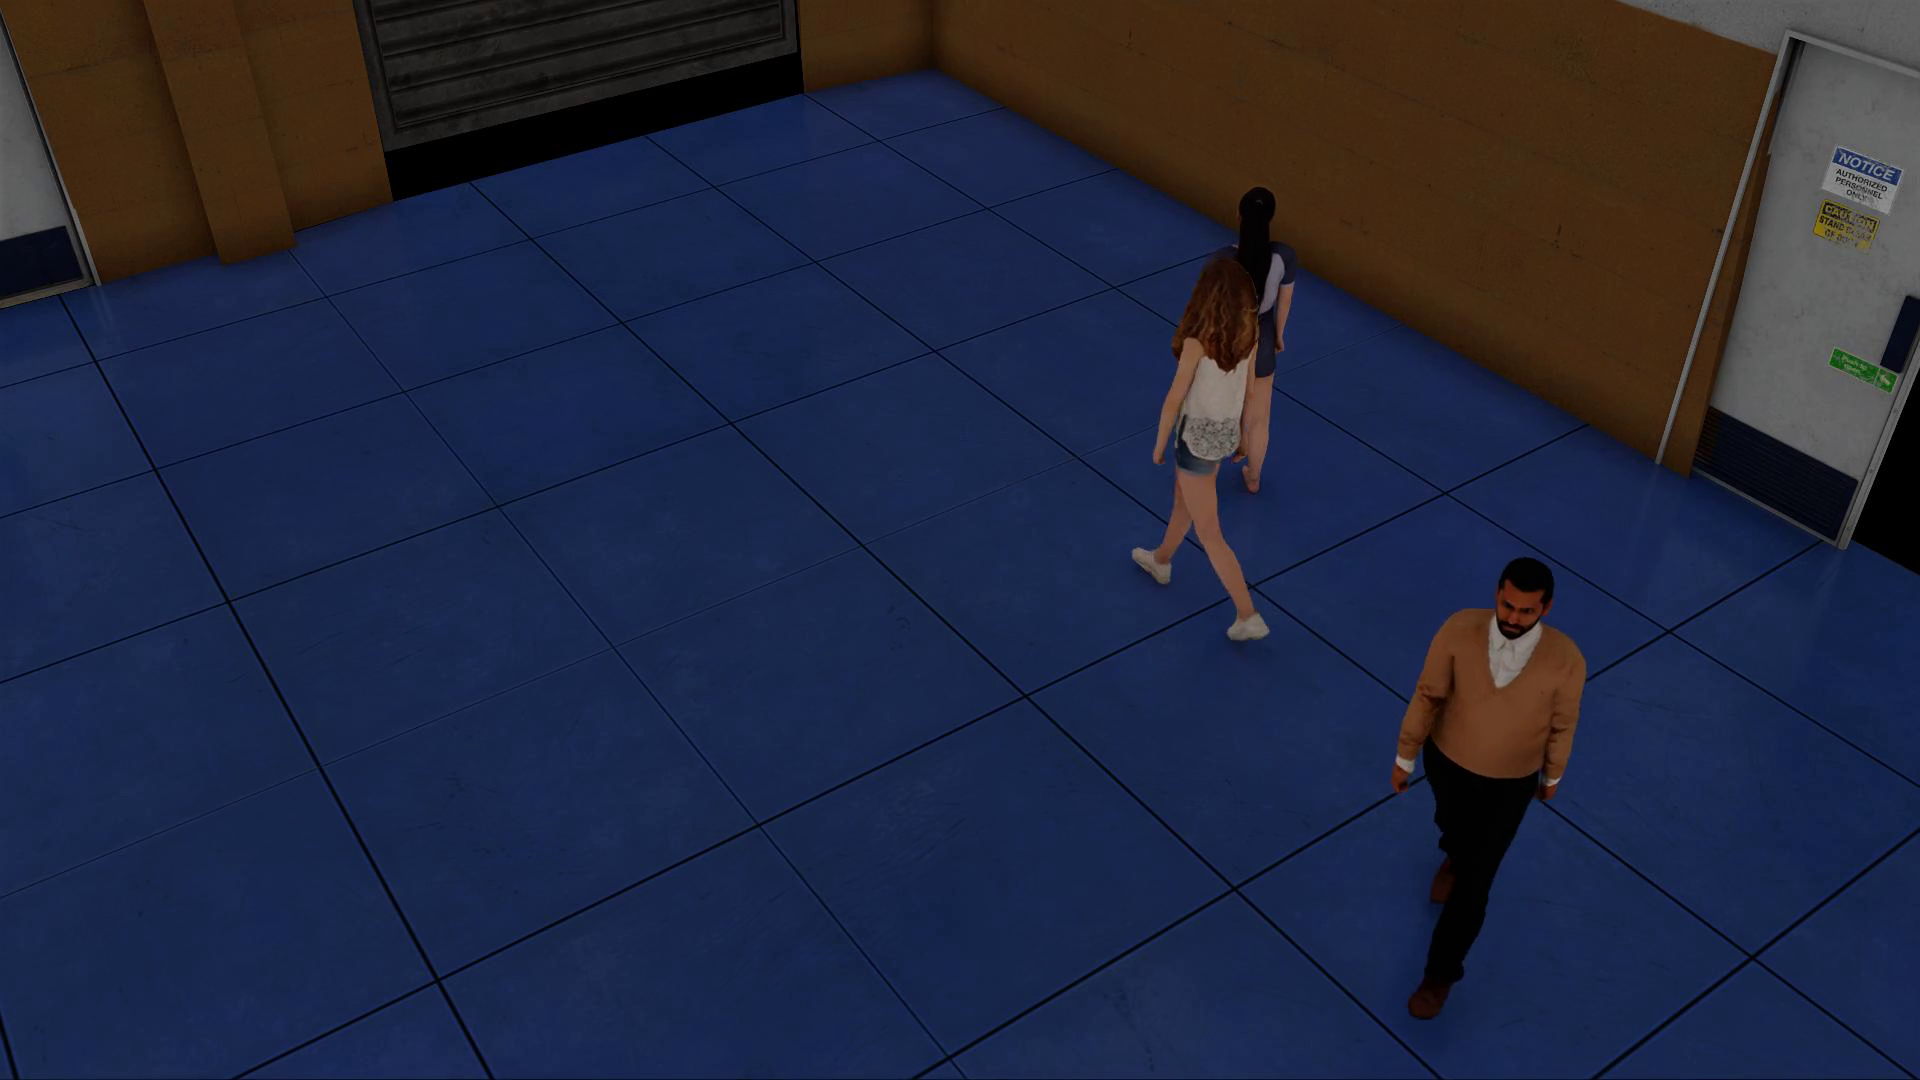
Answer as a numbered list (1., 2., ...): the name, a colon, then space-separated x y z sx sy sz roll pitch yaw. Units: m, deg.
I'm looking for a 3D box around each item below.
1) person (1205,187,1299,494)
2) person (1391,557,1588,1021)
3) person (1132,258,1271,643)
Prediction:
1. person: 1.363 -0.928 8.010 0.612 1.650 0.731 -4 37 -6
2. person: 1.817 0.732 5.751 0.987 1.706 1.262 21 42 25
3. person: 1.119 -0.327 7.149 1.052 1.721 0.618 -24 43 -28
